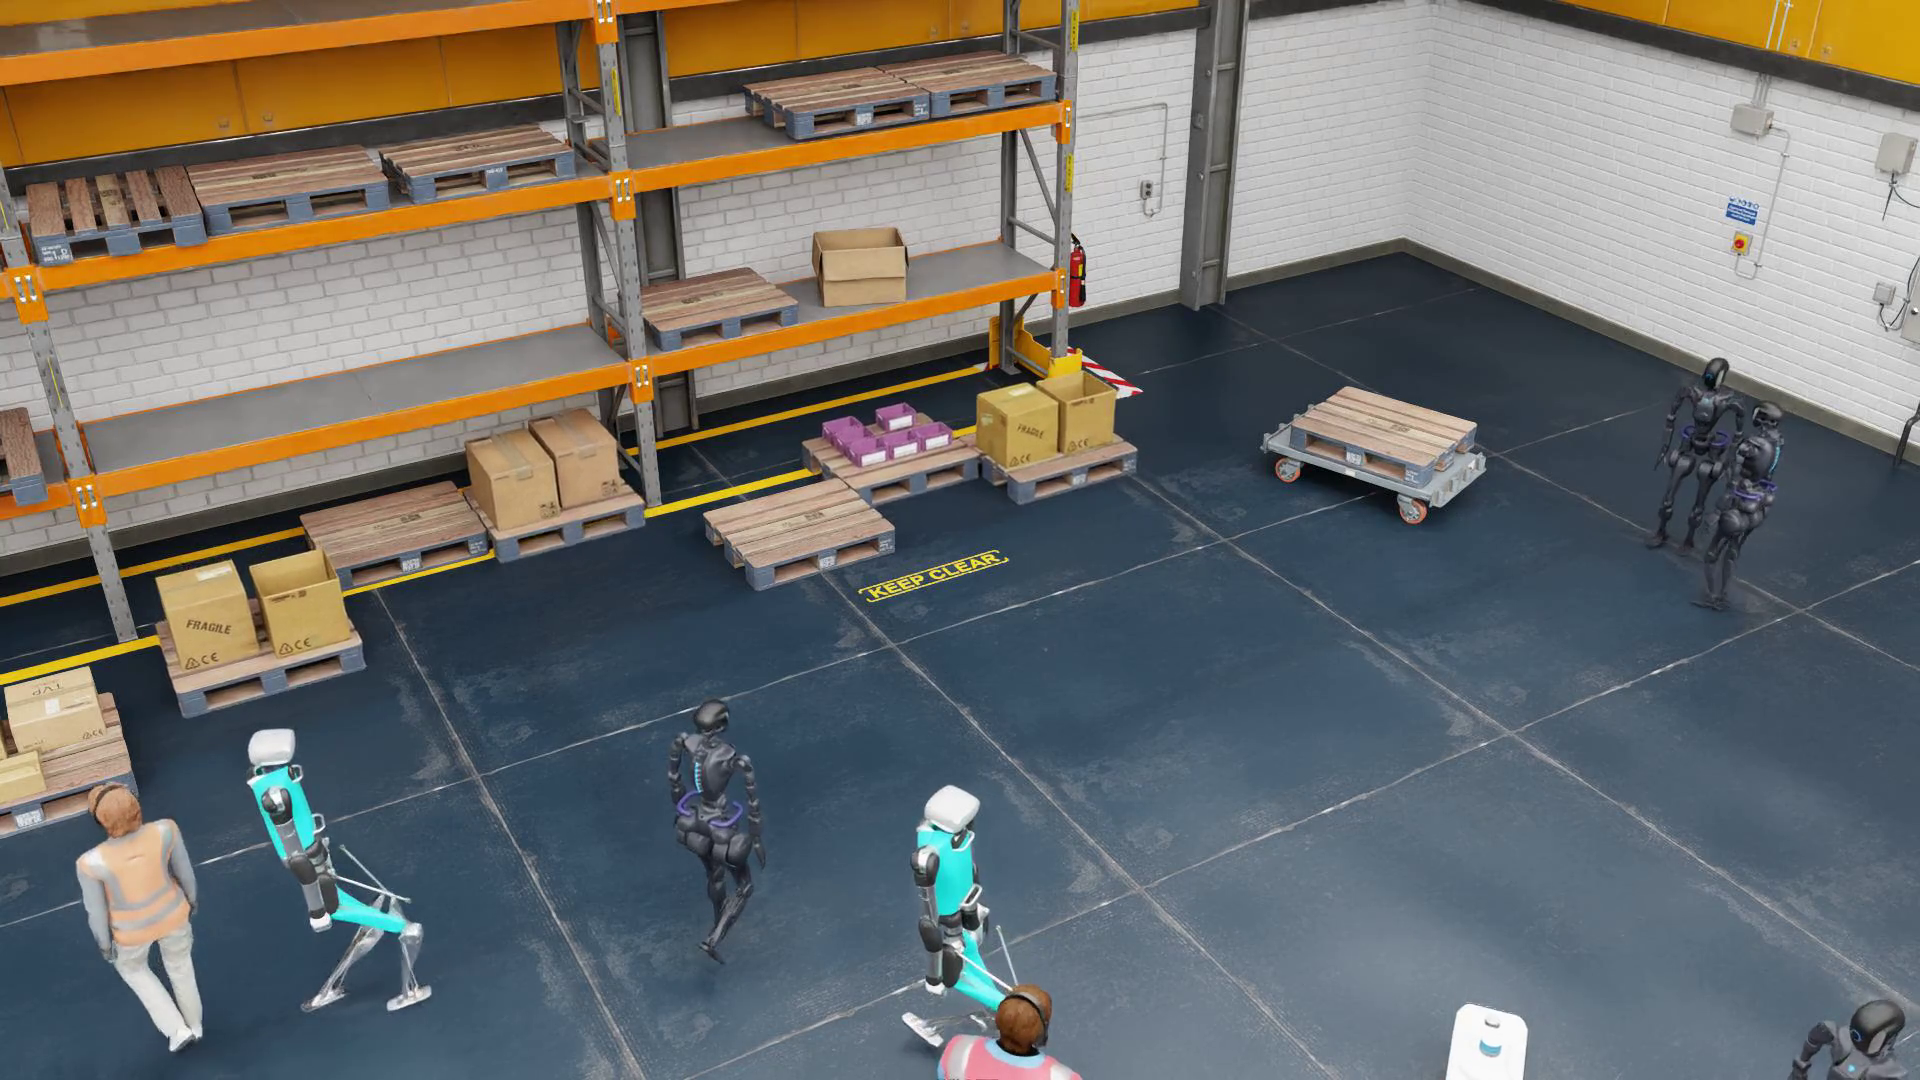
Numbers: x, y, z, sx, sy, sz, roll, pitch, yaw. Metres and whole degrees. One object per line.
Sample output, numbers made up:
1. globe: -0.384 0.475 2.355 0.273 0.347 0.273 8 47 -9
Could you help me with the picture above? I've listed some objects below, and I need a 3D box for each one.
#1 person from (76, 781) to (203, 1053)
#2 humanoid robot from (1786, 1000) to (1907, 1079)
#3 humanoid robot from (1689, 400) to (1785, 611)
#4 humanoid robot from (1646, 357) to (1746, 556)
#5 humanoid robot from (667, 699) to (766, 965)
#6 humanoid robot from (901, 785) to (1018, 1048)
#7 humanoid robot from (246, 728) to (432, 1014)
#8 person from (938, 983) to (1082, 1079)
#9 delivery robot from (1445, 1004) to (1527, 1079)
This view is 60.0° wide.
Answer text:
1. person: -4.019 1.885 8.248 0.367 1.626 0.531 26 38 37
2. humanoid robot: 3.751 2.544 7.052 0.419 1.640 0.593 -15 33 -24
3. humanoid robot: 5.628 -0.244 11.979 0.602 1.658 0.326 -18 34 -29
4. humanoid robot: 5.632 -0.640 12.679 0.612 1.647 0.366 21 36 32
5. humanoid robot: -1.338 1.546 8.820 0.603 1.642 0.547 12 32 21
6. humanoid robot: 0.097 1.975 7.979 0.954 1.759 0.542 12 32 21
7. humanoid robot: -3.081 1.690 8.515 0.867 1.786 0.579 -12 32 -21
8. person: 0.221 2.566 6.851 0.629 1.833 0.434 11 31 19
9. delivery robot: 2.523 2.618 8.026 0.499 0.571 0.756 10 31 18
